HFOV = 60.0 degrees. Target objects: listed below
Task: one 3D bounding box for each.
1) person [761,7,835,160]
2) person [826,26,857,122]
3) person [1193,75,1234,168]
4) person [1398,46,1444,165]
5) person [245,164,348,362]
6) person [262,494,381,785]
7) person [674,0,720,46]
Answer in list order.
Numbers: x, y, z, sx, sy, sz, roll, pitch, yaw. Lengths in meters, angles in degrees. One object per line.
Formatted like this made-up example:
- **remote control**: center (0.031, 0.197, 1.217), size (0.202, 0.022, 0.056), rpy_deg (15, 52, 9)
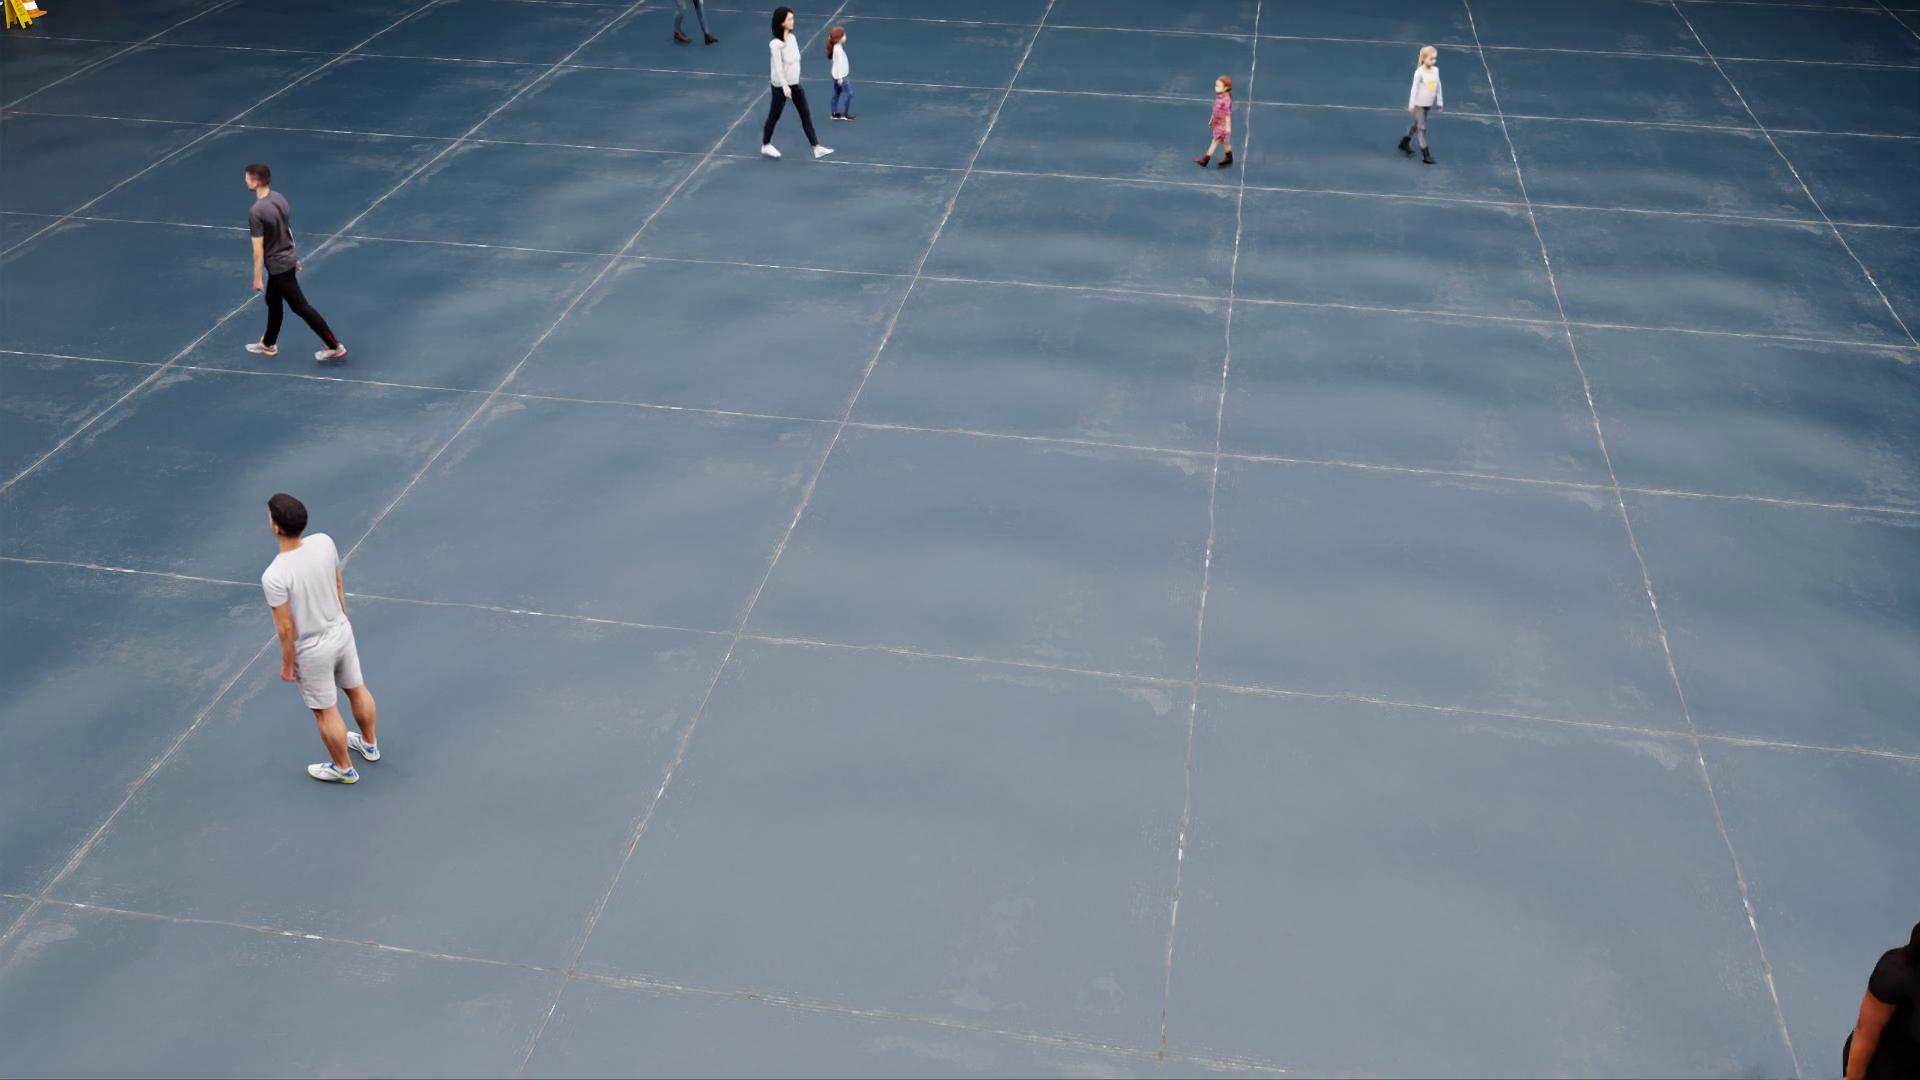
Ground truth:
- **person**: center (-1.995, -4.979, 18.286), size (1.186, 1.651, 0.869), rpy_deg (16, 36, 24)
- **person**: center (-1.475, -5.501, 19.628), size (0.597, 1.102, 0.537), rpy_deg (-7, 33, -11)
- **person**: center (2.926, -4.591, 18.279), size (0.773, 1.001, 0.614), rpy_deg (-9, 33, -14)
- **person**: center (5.097, -4.848, 18.456), size (0.875, 1.247, 0.903), rpy_deg (-17, 36, -25)
- **person**: center (-5.608, -2.263, 13.914), size (1.178, 1.722, 0.738), rpy_deg (2, 32, 4)
- **person**: center (-3.588, 0.558, 9.318), size (0.661, 1.855, 0.727), rpy_deg (13, 35, 20)
- **person**: center (-3.673, -7.402, 22.196), size (1.092, 1.578, 0.862), rpy_deg (13, 35, 20)
